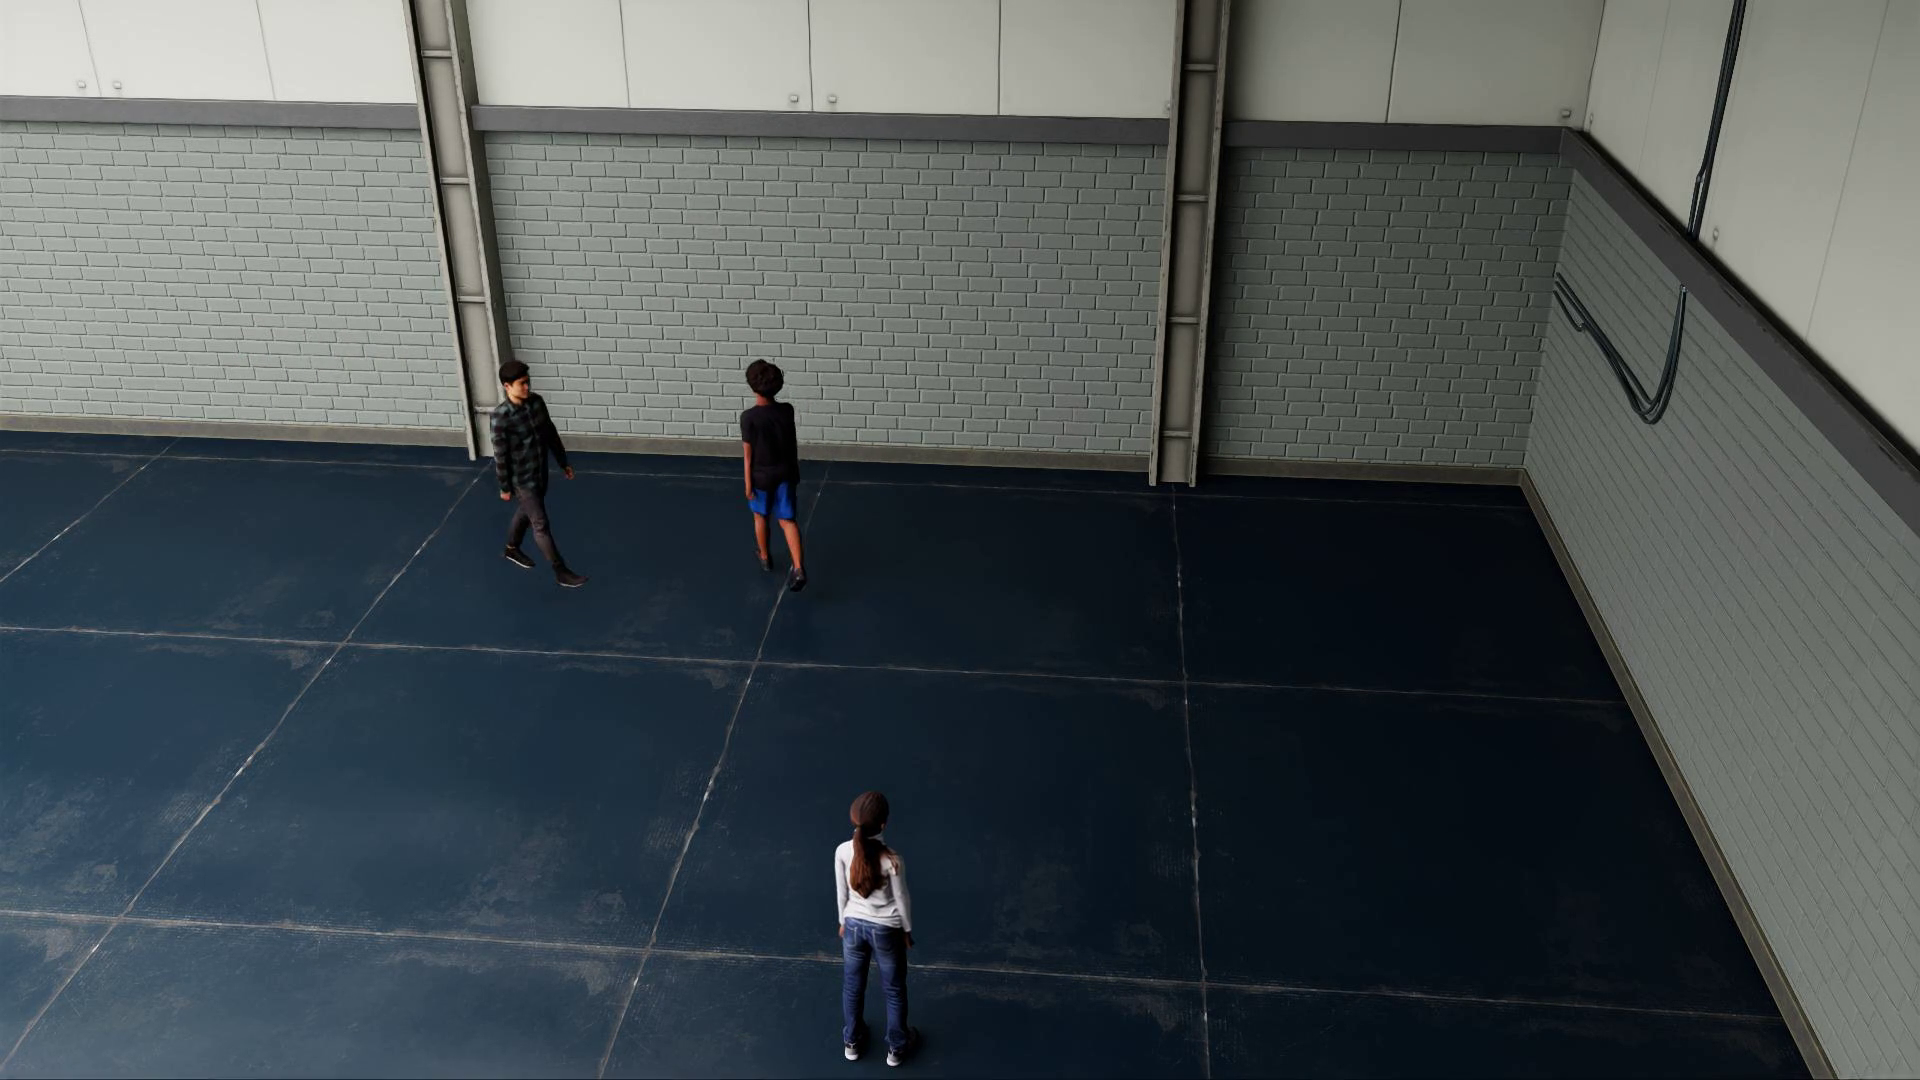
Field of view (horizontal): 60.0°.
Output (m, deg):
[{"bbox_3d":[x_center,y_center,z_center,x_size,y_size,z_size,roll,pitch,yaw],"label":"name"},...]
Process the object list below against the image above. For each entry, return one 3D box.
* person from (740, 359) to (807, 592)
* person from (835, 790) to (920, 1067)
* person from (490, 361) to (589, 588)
[{"bbox_3d":[-1.355,-0.449,12.296,1.149,1.771,1.027,-12,29,-21],"label":"person"},{"bbox_3d":[-0.424,1.871,8.023,0.496,1.558,0.621,7,28,12],"label":"person"},{"bbox_3d":[-3.121,-0.499,11.831,1.160,1.681,0.915,12,30,22],"label":"person"}]
